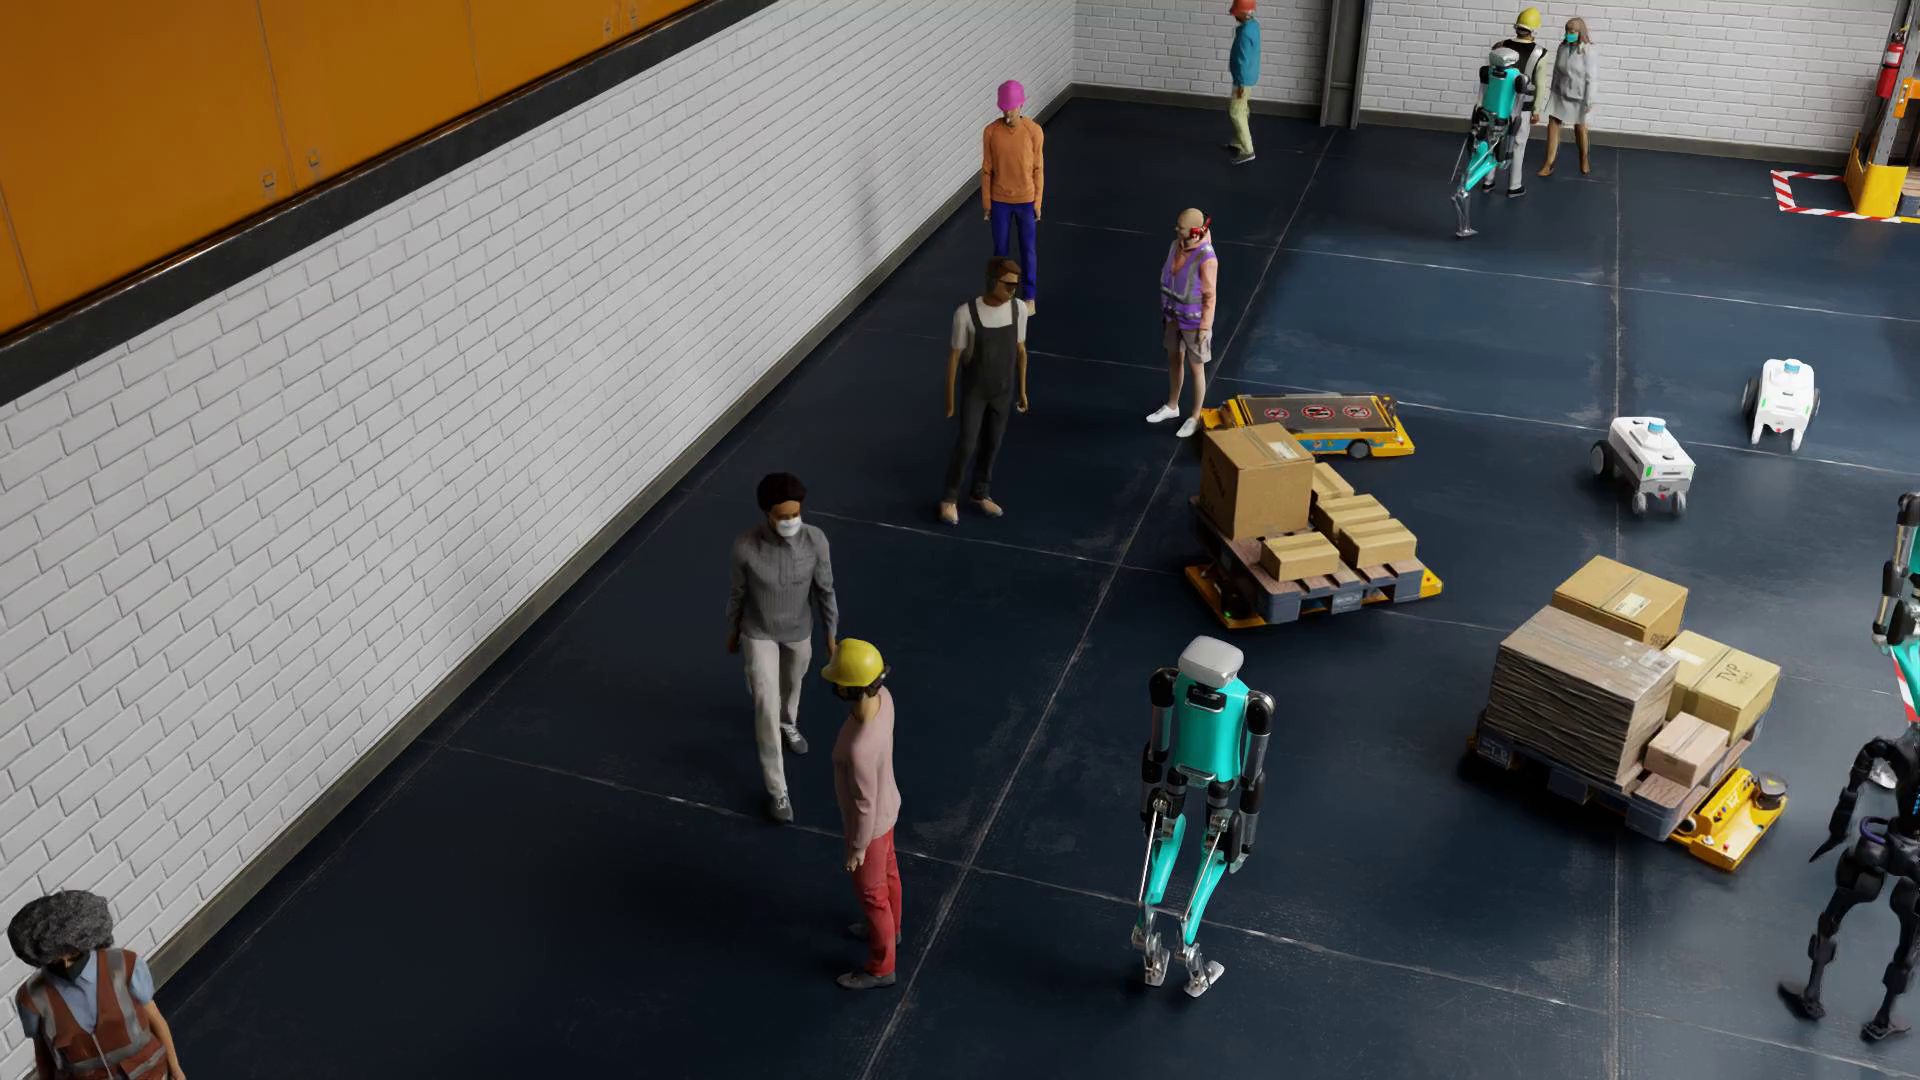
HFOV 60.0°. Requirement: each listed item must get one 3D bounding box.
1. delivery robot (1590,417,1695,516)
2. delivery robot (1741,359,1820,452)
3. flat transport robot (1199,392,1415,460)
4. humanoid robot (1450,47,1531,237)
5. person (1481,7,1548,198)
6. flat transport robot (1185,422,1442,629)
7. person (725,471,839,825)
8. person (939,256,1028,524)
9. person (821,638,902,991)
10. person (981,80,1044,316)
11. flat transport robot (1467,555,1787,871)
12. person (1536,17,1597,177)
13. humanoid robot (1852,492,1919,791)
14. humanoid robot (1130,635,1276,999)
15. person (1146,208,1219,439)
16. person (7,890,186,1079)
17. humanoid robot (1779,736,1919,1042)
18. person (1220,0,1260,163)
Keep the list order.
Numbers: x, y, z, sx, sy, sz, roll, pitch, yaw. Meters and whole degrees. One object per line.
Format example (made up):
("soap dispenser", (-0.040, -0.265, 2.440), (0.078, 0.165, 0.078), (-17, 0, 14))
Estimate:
("delivery robot", (4.660, -0.552, 11.268), (0.499, 0.581, 0.768), (-1, 30, -1))
("delivery robot", (5.996, -1.028, 12.110), (0.499, 0.614, 0.791), (13, 33, 21))
("flat transport robot", (2.497, -0.820, 12.021), (1.431, 0.231, 0.659), (-1, 30, -2))
("humanoid robot", (4.725, -3.551, 15.261), (0.742, 1.823, 0.536), (-17, 35, -27))
("person", (5.470, -4.316, 16.424), (0.590, 1.833, 0.404), (22, 37, 33))
("flat transport robot", (2.179, 0.207, 10.273), (1.431, 0.231, 0.659), (-9, 32, -14))
("person", (-0.871, 0.466, 8.294), (0.544, 1.838, 0.937), (-10, 32, -16))
("person", (0.153, -0.958, 10.739), (0.615, 1.810, 0.328), (-13, 33, -20))
("person", (-0.420, 1.177, 7.145), (0.322, 1.767, 0.532), (4, 31, 6))
("person", (0.429, -2.822, 13.753), (0.517, 1.973, 0.400), (4, 31, 7))
("flat transport robot", (3.446, 1.171, 8.634), (1.431, 0.231, 0.659), (26, 39, 37))
("person", (6.299, -4.544, 17.019), (0.641, 1.620, 0.509), (-26, 39, -37))
("humanoid robot", (4.903, 0.525, 8.302), (0.542, 1.794, 0.765), (-1, 30, -2))
("humanoid robot", (0.920, 1.256, 6.909), (0.533, 1.677, 0.735), (15, 34, 24))
("person", (1.621, -1.553, 11.861), (0.349, 1.692, 0.481), (-18, 35, -28))
("person", (-3.028, 1.924, 5.959), (0.436, 1.681, 0.308), (-15, 34, -24))
("humanoid robot", (3.892, 1.354, 6.926), (0.601, 1.640, 0.367), (20, 36, 31))
("person", (2.988, -4.873, 17.471), (0.436, 1.737, 0.635), (11, 32, 18))
